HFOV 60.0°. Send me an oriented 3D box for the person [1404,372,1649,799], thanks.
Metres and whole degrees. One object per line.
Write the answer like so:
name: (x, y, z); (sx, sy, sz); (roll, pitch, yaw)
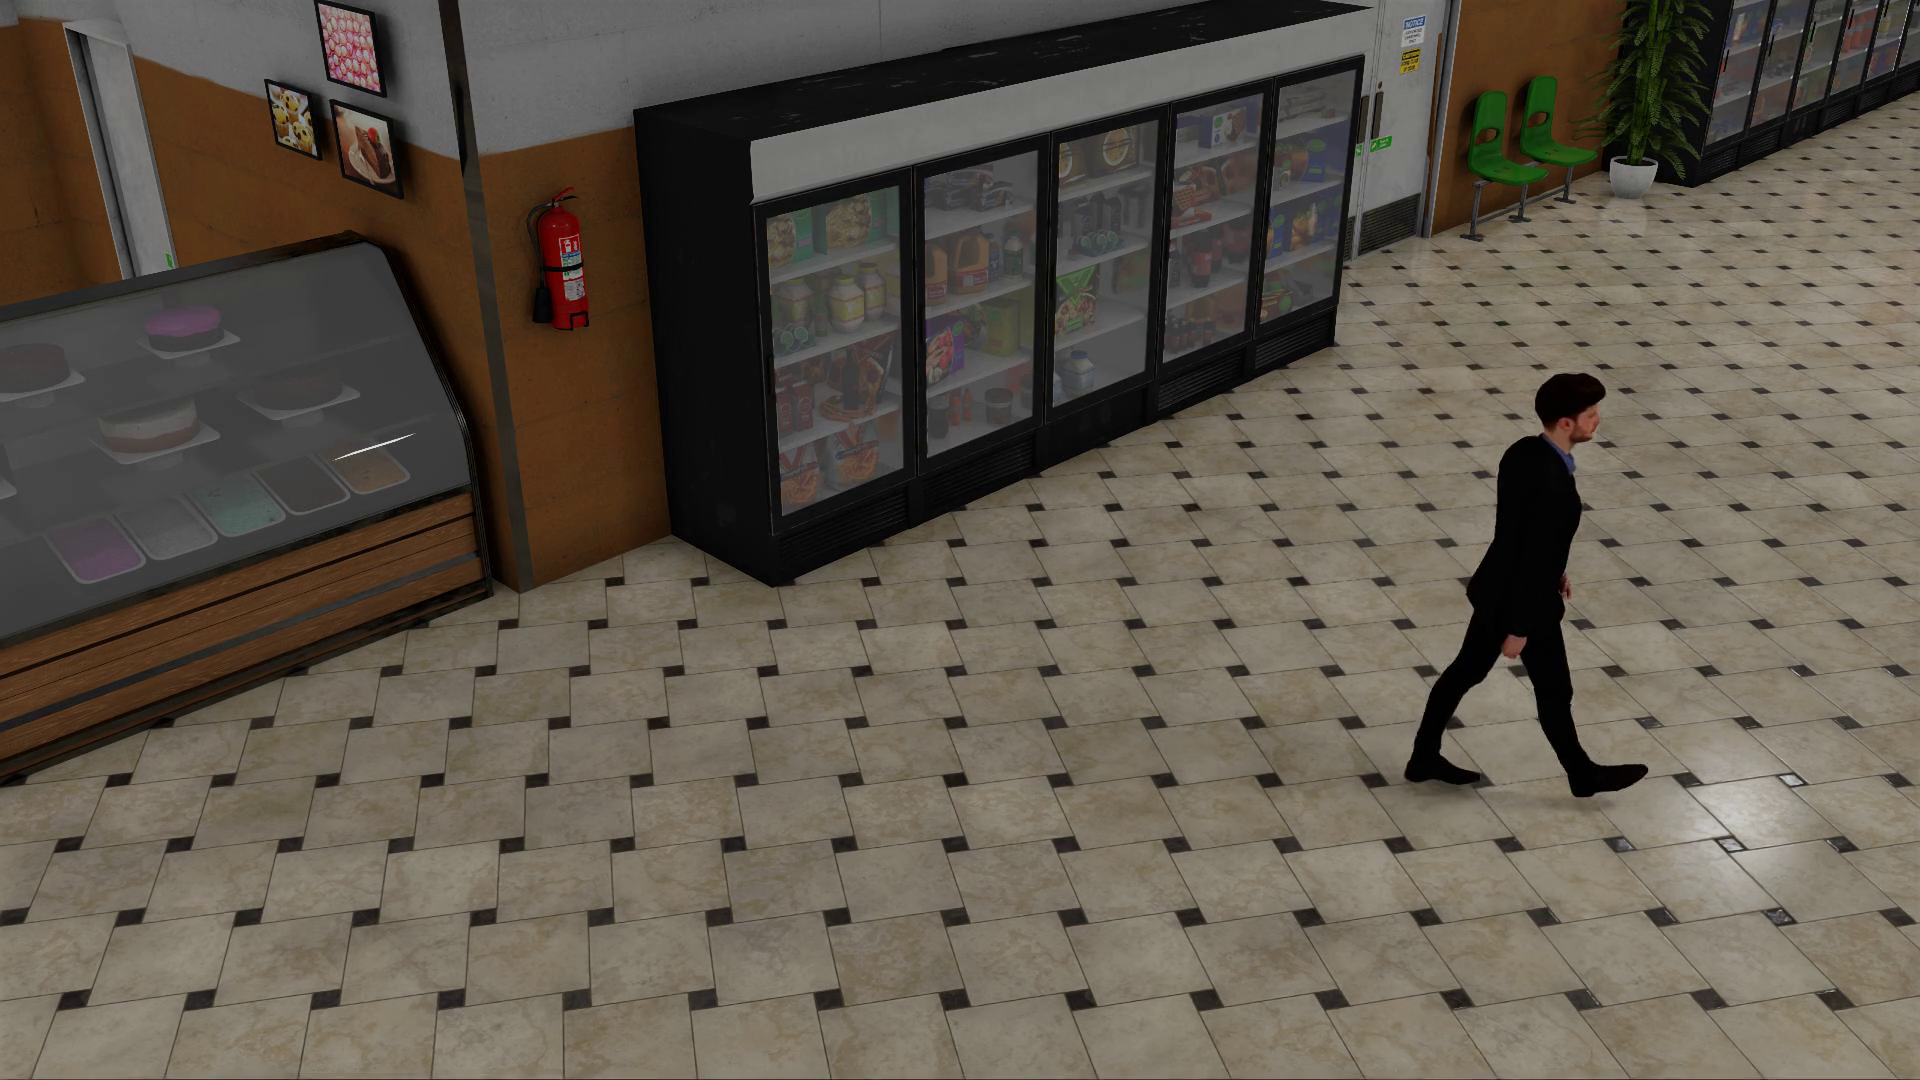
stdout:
person: (2.107, 0.230, 6.537); (1.246, 1.843, 1.167); (1, 27, 2)
